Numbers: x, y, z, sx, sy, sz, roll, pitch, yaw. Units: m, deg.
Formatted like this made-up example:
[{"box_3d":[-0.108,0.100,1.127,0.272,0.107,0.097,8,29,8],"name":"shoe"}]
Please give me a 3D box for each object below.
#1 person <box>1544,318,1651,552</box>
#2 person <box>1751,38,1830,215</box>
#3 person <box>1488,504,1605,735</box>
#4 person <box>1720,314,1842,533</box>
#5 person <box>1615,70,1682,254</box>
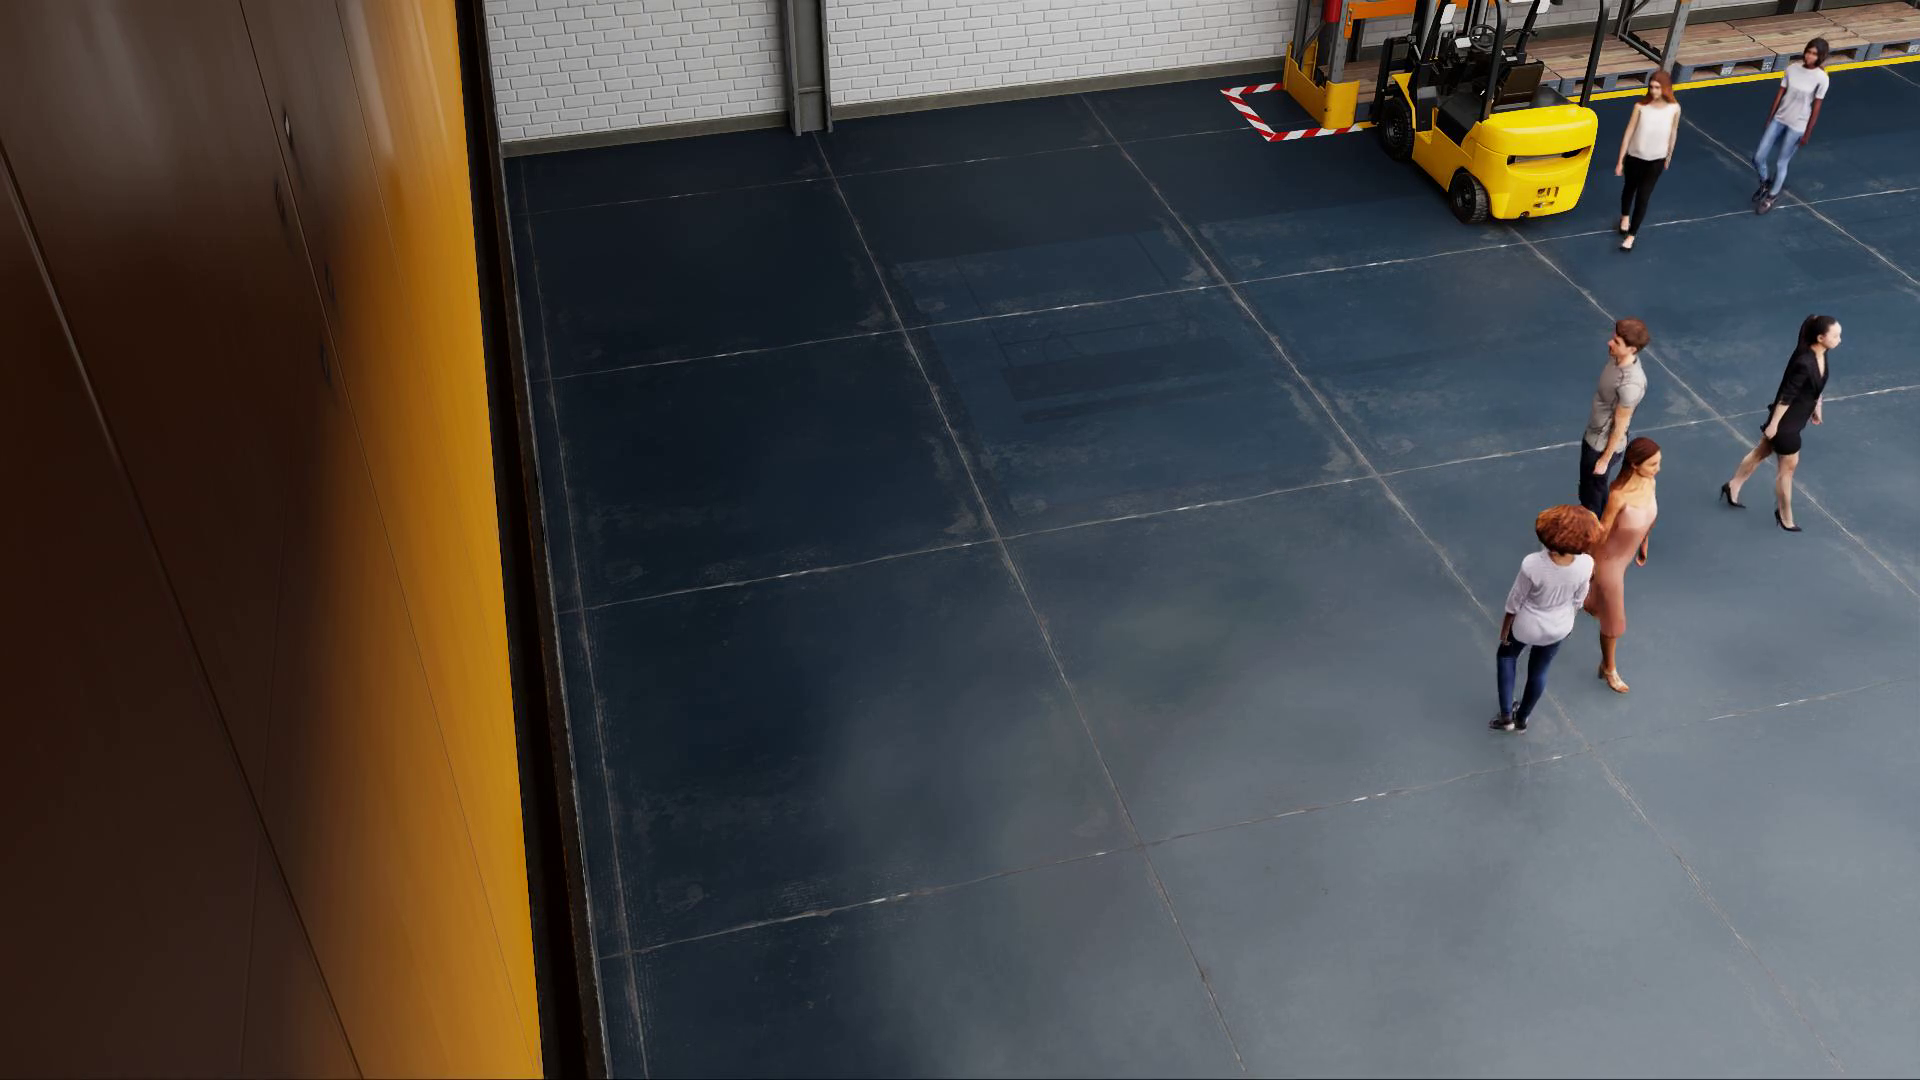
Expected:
[{"box_3d":[4.469,-0.706,11.421,0.855,1.914,0.798,4,39,5],"name":"person"},{"box_3d":[7.801,-3.886,15.564,0.768,1.712,0.727,-26,45,-29],"name":"person"},{"box_3d":[3.513,0.564,10.017,0.741,1.680,0.814,3,39,4],"name":"person"},{"box_3d":[5.783,-0.881,11.831,0.934,1.674,0.919,28,46,31],"name":"person"},{"box_3d":[6.235,-3.496,15.097,0.983,1.686,1.001,12,40,14],"name":"person"}]
